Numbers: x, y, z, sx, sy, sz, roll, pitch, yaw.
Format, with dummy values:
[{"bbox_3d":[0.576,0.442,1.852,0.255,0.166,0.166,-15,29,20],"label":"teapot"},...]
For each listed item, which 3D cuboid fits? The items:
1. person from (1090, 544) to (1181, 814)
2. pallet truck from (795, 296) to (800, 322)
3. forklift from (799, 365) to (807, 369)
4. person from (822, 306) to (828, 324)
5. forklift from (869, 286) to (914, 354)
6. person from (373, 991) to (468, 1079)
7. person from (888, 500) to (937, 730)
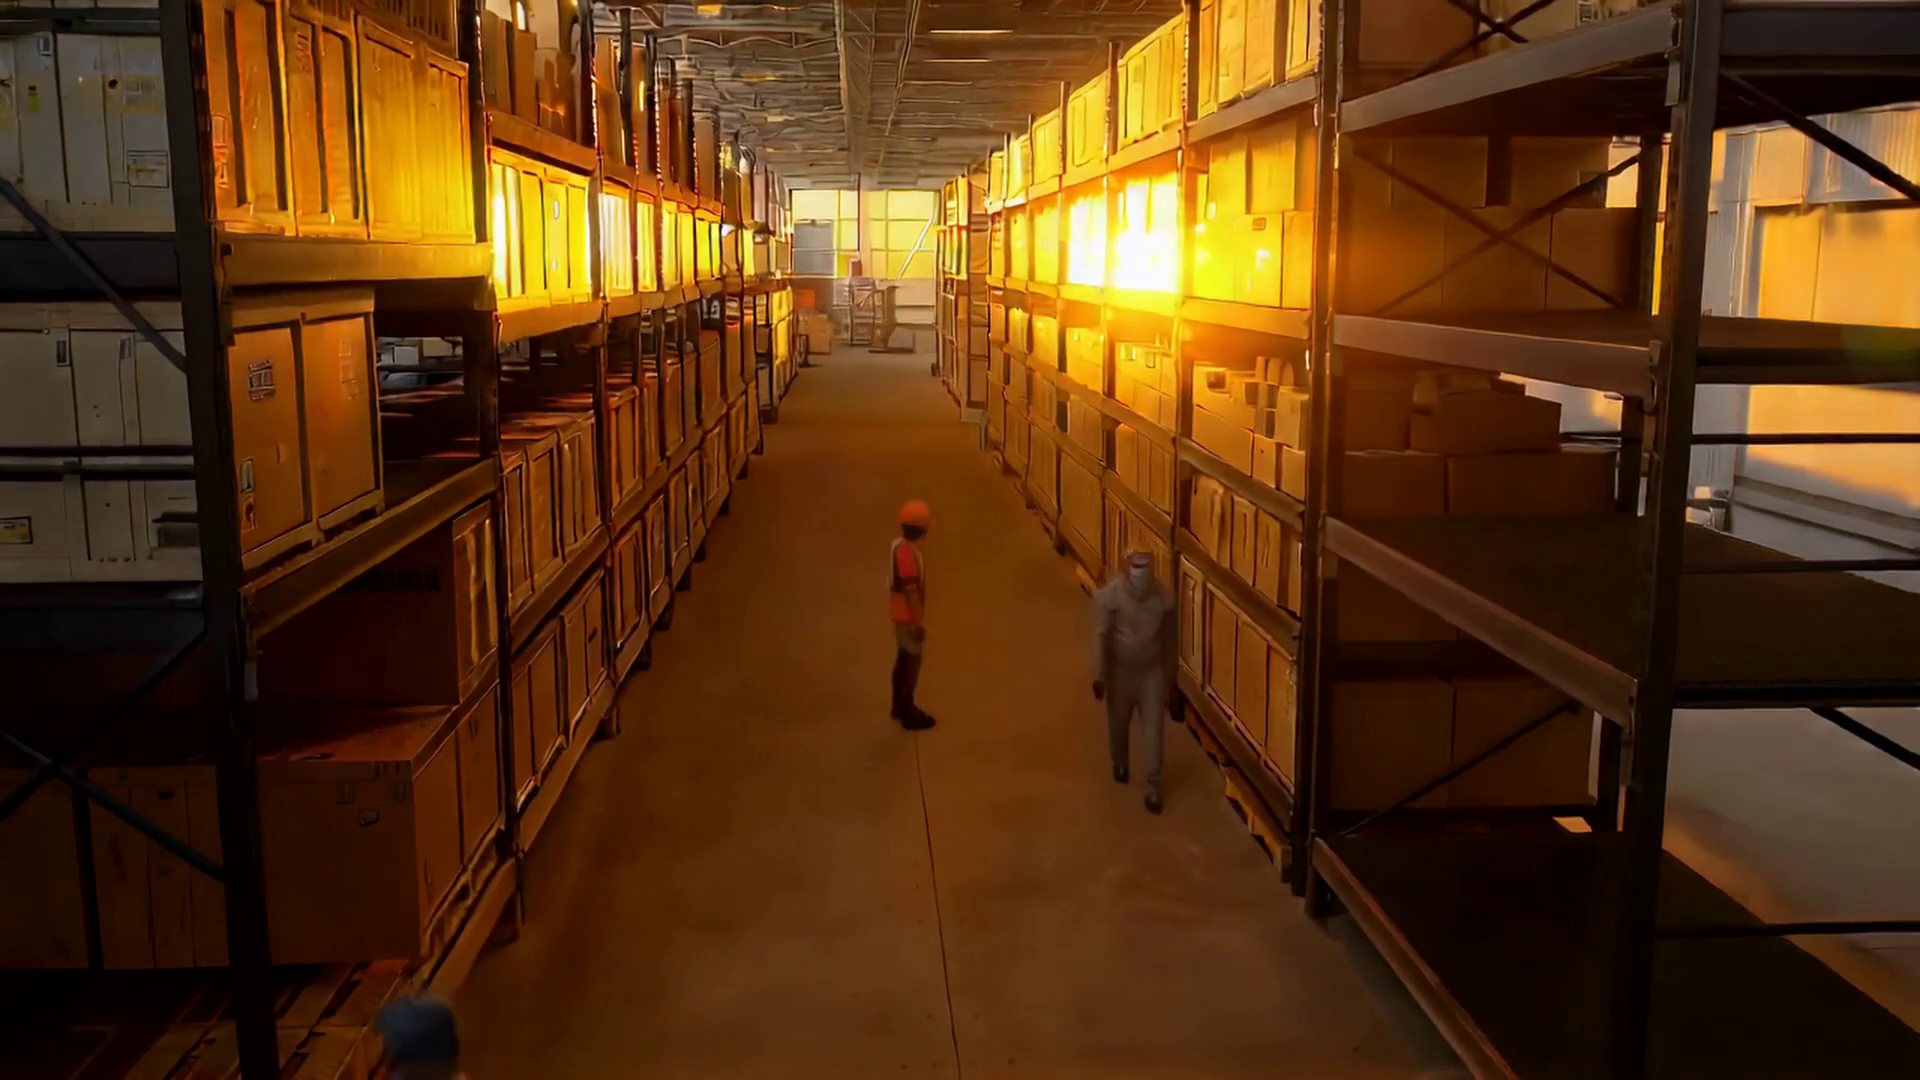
[{"bbox_3d":[1.259,0.936,11.933,0.655,1.866,1.006,0,10,-2],"label":"person"},{"bbox_3d":[-8.622,-12.439,91.403,1.885,1.965,0.823,2,10,13],"label":"pallet truck"},{"bbox_3d":[-6.511,-7.448,58.959,1.129,2.768,1.873,8,13,41],"label":"forklift"},{"bbox_3d":[-6.592,-10.585,81.252,0.322,1.689,0.530,-3,10,-20],"label":"person"},{"bbox_3d":[-2.860,-9.123,68.961,1.873,2.768,1.129,-1,10,-3],"label":"forklift"},{"bbox_3d":[-1.593,2.180,5.181,0.490,1.613,0.637,-8,12,-38],"label":"person"},{"bbox_3d":[-0.401,0.598,13.745,0.382,1.926,0.571,-1,10,-6],"label":"person"}]
